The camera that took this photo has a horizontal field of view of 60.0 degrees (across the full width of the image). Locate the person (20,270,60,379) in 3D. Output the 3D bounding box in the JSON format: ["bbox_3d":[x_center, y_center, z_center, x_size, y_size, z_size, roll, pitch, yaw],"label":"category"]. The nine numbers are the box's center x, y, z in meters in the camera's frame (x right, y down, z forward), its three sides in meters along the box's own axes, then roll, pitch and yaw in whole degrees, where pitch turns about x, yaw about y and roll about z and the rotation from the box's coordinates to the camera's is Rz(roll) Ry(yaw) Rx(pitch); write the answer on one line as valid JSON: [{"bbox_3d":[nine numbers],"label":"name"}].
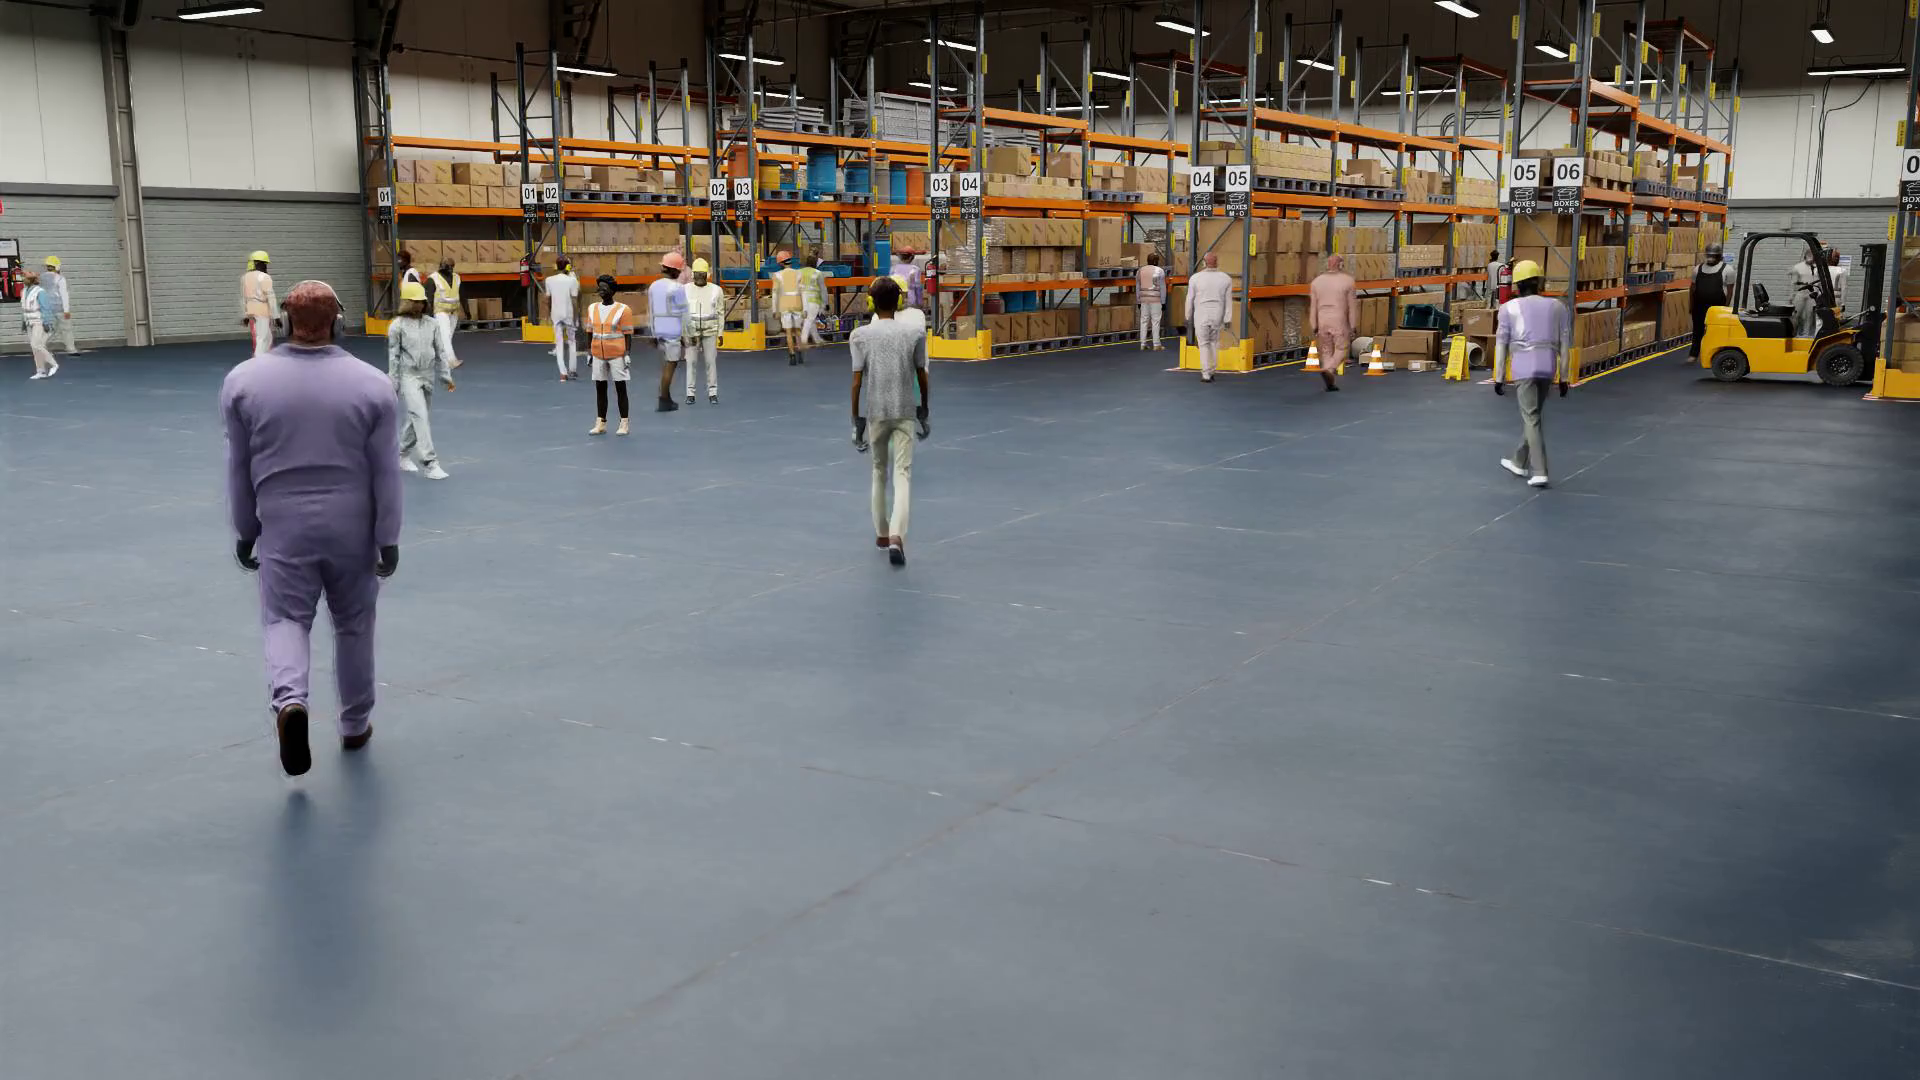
[{"bbox_3d":[-13.803,-3.206,24.804,0.513,1.630,0.359,6,12,32],"label":"person"}]

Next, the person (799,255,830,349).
[{"bbox_3d":[-2.842,-4.568,32.000,0.636,1.787,1.000,7,12,34],"label":"person"}]

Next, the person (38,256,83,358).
[{"bbox_3d":[-15.911,-4.090,29.246,0.607,1.818,0.703,3,11,18],"label":"person"}]

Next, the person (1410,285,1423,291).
[{"bbox_3d":[11.314,-6.375,41.459,0.467,2.014,0.643,-9,13,-41],"label":"person"}]

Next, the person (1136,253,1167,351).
[{"bbox_3d":[3.634,-4.502,31.464,0.635,1.842,0.429,8,13,37],"label":"person"}]

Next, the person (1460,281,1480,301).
[{"bbox_3d":[12.750,-6.309,41.382,0.962,1.919,0.616,-4,11,-19],"label":"person"}]

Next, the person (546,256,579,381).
[{"bbox_3d":[-5.871,-3.289,24.702,0.480,1.826,0.843,-1,10,-4],"label":"person"}]

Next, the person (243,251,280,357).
[{"bbox_3d":[-10.646,-3.460,25.430,0.619,1.903,0.570,7,12,35],"label":"person"}]

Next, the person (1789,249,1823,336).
[{"bbox_3d":[16.864,-4.839,33.108,0.658,1.924,0.440,7,12,34],"label":"person"}]

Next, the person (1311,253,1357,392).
[{"bbox_3d":[5.056,-2.938,22.552,0.659,1.893,0.620,8,13,38],"label":"person"}]

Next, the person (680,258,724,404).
[{"bbox_3d":[-3.264,-2.623,20.956,0.590,1.836,0.404,-1,10,-8],"label":"person"}]

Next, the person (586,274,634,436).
[{"bbox_3d":[-3.696,-1.942,17.527,0.531,1.697,0.320,3,10,15],"label":"person"}]

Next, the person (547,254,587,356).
[{"bbox_3d":[-7.049,-4.164,29.631,0.821,1.811,0.538,-7,13,-36],"label":"person"}]

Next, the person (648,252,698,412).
[{"bbox_3d":[-3.452,-2.499,20.055,0.553,1.906,0.580,9,13,41],"label":"person"}]

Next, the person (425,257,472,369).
[{"bbox_3d":[-8.220,-3.656,26.862,0.899,1.791,0.622,7,12,34],"label":"person"}]

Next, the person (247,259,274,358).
[{"bbox_3d":[-11.602,-3.752,27.496,0.522,1.763,0.320,3,10,15],"label":"person"}]

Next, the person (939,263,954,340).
[{"bbox_3d":[-0.307,-4.681,33.050,0.278,1.633,0.499,-10,14,-43],"label":"person"}]

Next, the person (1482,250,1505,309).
[{"bbox_3d":[12.626,-5.921,39.375,0.509,1.860,0.334,3,10,15],"label":"person"}]

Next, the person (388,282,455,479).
[{"bbox_3d":[-4.749,-1.402,14.506,0.904,1.698,0.500,7,12,34],"label":"person"}]

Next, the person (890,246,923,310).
[{"bbox_3d":[-1.012,-4.387,30.455,0.620,1.983,1.085,4,11,23],"label":"person"}]

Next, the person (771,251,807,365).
[{"bbox_3d":[-2.844,-3.859,27.706,0.559,1.889,0.623,-3,11,-17],"label":"person"}]

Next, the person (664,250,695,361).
[{"bbox_3d":[-4.835,-4.026,28.615,0.642,1.909,0.399,7,12,34],"label":"person"}]

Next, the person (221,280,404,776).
[{"bbox_3d":[-2.469,-0.050,6.402,0.652,1.888,0.761,-3,11,-17],"label":"person"}]

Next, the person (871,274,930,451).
[{"bbox_3d":[-0.573,-1.595,15.431,0.524,1.744,0.723,-4,11,-19],"label":"person"}]

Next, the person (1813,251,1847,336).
[{"bbox_3d":[15.841,-4.318,30.306,0.354,1.887,0.573,-10,14,-43],"label":"person"}]

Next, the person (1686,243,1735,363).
[{"bbox_3d":[12.591,-3.975,27.953,0.685,2.000,0.535,8,13,39],"label":"person"}]

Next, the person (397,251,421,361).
[{"bbox_3d":[-9.422,-3.965,28.313,0.741,1.888,0.593,-6,12,-32],"label":"person"}]

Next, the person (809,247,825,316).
[{"bbox_3d":[-3.441,-6.010,39.635,0.634,1.938,0.355,10,14,44],"label":"person"}]

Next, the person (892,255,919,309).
[{"bbox_3d":[-1.044,-4.712,32.369,0.627,1.941,0.371,4,11,20],"label":"person"}]

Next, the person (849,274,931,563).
[{"bbox_3d":[-0.447,-0.785,10.689,0.514,1.833,0.920,0,10,2],"label":"person"}]

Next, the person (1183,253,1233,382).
[{"bbox_3d":[3.607,-3.261,24.409,0.658,1.886,0.700,-2,10,-10],"label":"person"}]

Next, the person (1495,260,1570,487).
[{"bbox_3d":[4.810,-1.403,14.029,0.592,1.872,0.967,-2,10,-9],"label":"person"}]
